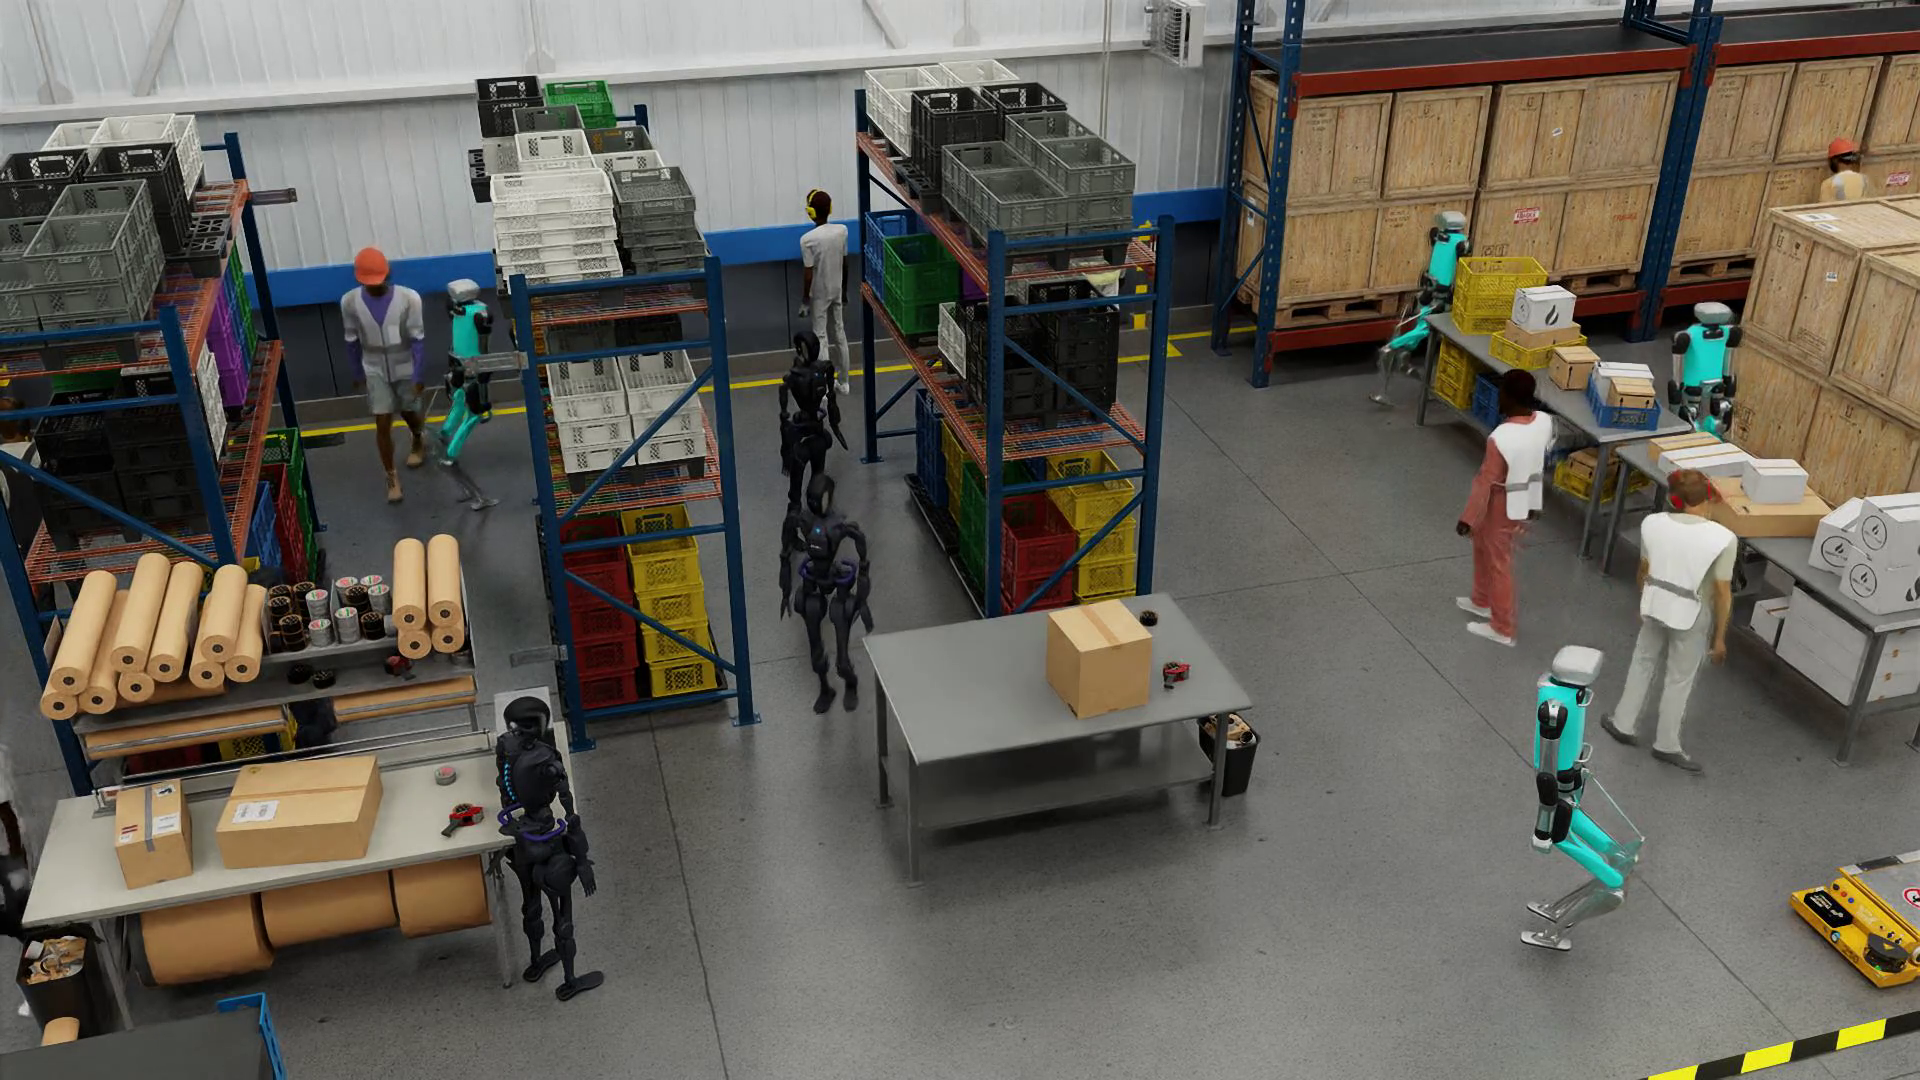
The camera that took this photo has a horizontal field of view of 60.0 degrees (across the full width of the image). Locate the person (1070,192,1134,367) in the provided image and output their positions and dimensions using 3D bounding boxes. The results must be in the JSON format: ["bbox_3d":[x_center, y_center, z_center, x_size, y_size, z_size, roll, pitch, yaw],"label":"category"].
[{"bbox_3d":[1.203,-2.336,14.776,0.625,1.846,0.429,-12,31,-21],"label":"person"}]

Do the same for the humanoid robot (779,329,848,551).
[{"bbox_3d":[-1.087,-0.745,12.038,0.315,1.657,0.599,23,36,35],"label":"humanoid robot"}]

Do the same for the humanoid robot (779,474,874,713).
[{"bbox_3d":[-0.809,0.335,10.082,0.606,1.646,0.370,7,30,12],"label":"humanoid robot"}]

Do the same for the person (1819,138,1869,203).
[{"bbox_3d":[8.228,-2.865,15.743,0.629,1.838,1.061,-10,30,-18],"label":"person"}]

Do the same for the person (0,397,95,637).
[{"bbox_3d":[-5.837,-0.047,10.616,0.505,1.839,0.344,-6,29,-11],"label":"person"}]

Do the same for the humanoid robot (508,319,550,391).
[{"bbox_3d":[-3.225,-1.442,13.259,0.679,1.789,0.531,8,30,14],"label":"humanoid robot"}]

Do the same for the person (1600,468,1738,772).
[{"bbox_3d":[4.189,0.487,9.688,0.396,1.803,0.708,-19,34,-30],"label":"person"}]

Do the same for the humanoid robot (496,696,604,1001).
[{"bbox_3d":[-2.020,1.463,8.026,0.599,1.653,0.315,21,35,34],"label":"humanoid robot"}]

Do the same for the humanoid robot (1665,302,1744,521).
[{"bbox_3d":[5.452,-0.794,12.081,0.537,1.761,0.873,-6,29,-11],"label":"humanoid robot"}]

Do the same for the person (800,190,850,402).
[{"bbox_3d":[-1.169,-2.103,14.333,0.505,1.864,0.329,-24,37,-37],"label":"person"}]

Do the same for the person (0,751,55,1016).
[{"bbox_3d":[-4.604,1.469,7.850,0.542,1.850,0.404,6,29,10],"label":"person"}]

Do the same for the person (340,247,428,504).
[{"bbox_3d":[-4.383,-1.351,12.826,0.613,2.003,0.863,-6,29,-10],"label":"person"}]

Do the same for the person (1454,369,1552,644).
[{"bbox_3d":[3.493,-0.239,10.902,0.609,1.895,0.676,-25,38,-38],"label":"person"}]

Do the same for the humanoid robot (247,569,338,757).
[{"bbox_3d":[-3.605,0.886,9.093,0.550,1.637,0.598,-23,36,-35],"label":"humanoid robot"}]

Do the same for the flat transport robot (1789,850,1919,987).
[{"bbox_3d":[5.163,1.916,8.676,1.431,0.231,0.659,-8,30,-14],"label":"flat transport robot"}]

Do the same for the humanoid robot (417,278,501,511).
[{"bbox_3d":[-3.813,-1.054,12.512,0.725,1.752,0.546,-24,37,-37],"label":"humanoid robot"}]

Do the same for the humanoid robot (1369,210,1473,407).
[{"bbox_3d":[3.821,-1.901,14.146,1.020,1.769,0.535,-8,30,-14],"label":"humanoid robot"}]

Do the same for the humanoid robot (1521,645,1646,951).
[{"bbox_3d":[3.093,1.312,8.116,0.735,1.672,0.533,15,32,25],"label":"humanoid robot"}]
